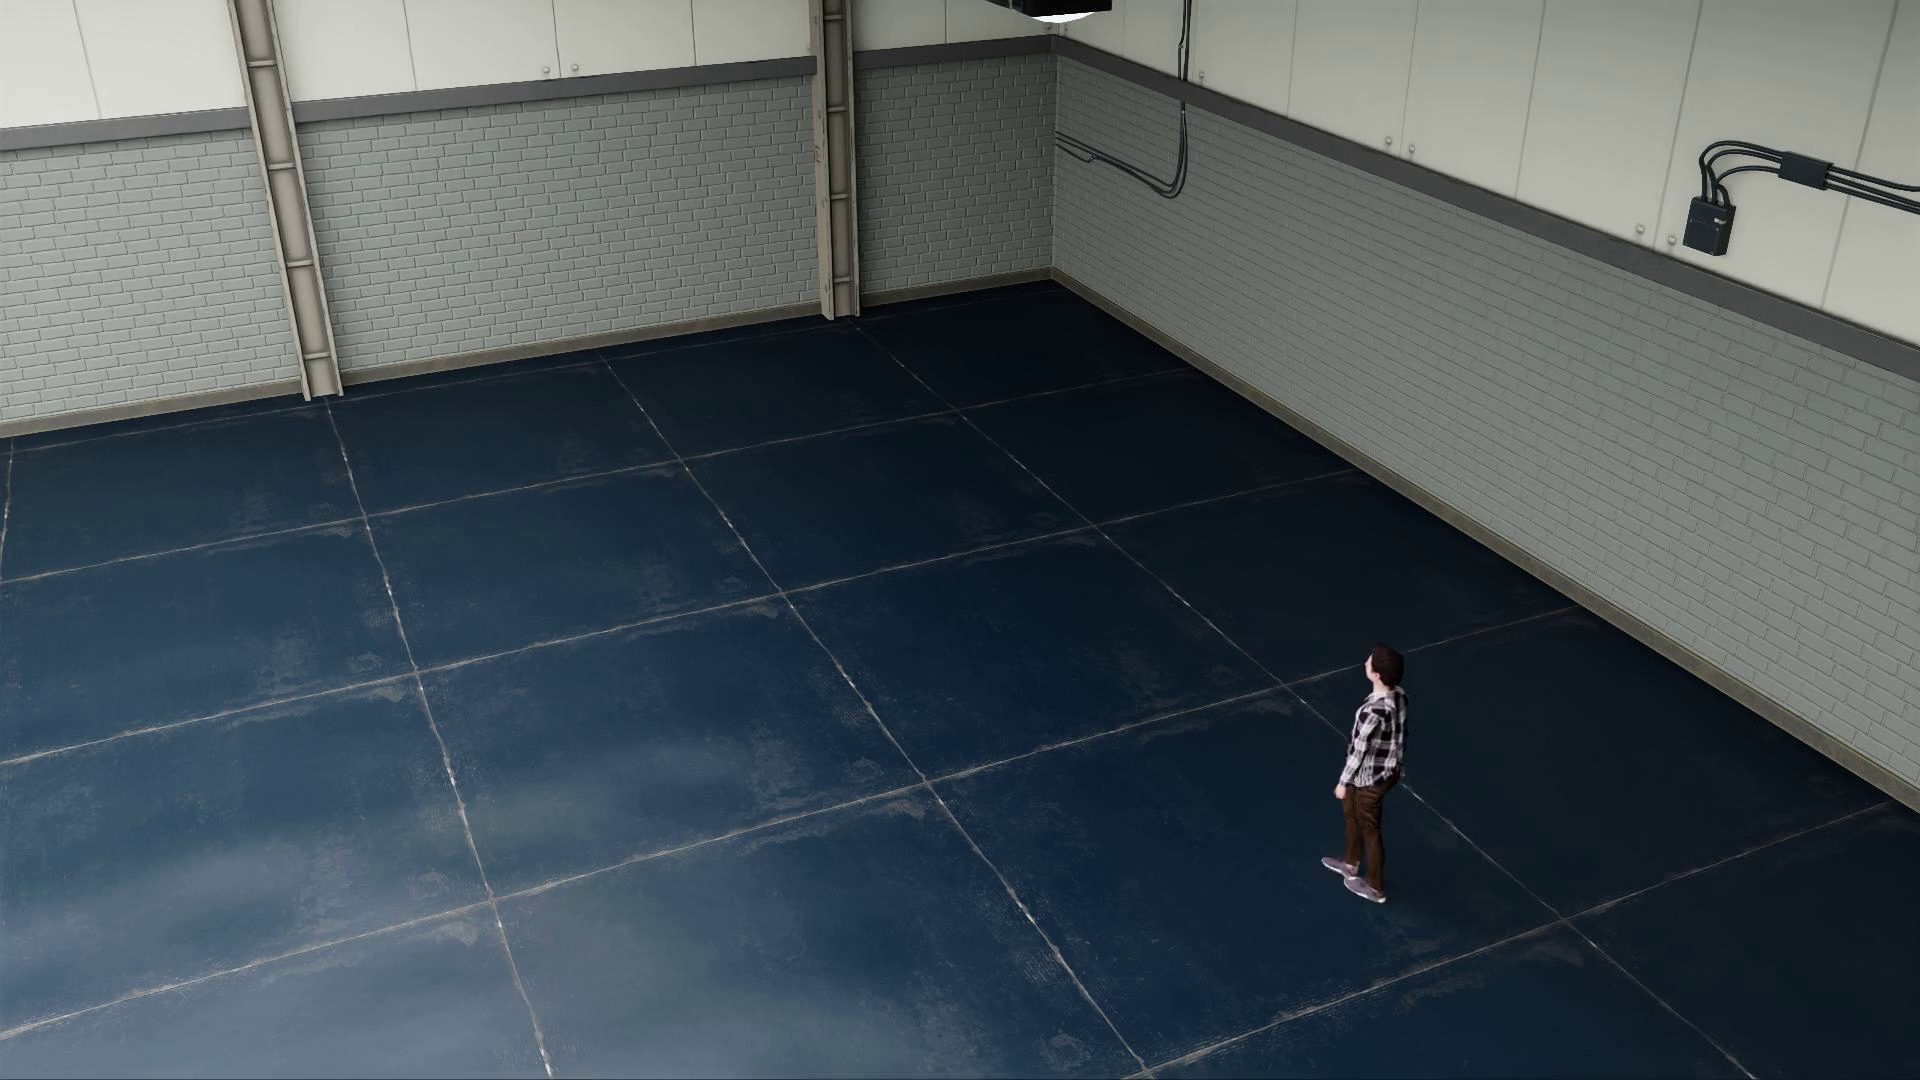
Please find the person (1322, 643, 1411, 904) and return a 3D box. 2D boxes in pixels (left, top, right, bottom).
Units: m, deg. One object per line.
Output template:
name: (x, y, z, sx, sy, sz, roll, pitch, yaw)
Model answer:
person: (2.589, 1.460, 10.102, 0.854, 1.796, 0.792, 21, 34, 35)
